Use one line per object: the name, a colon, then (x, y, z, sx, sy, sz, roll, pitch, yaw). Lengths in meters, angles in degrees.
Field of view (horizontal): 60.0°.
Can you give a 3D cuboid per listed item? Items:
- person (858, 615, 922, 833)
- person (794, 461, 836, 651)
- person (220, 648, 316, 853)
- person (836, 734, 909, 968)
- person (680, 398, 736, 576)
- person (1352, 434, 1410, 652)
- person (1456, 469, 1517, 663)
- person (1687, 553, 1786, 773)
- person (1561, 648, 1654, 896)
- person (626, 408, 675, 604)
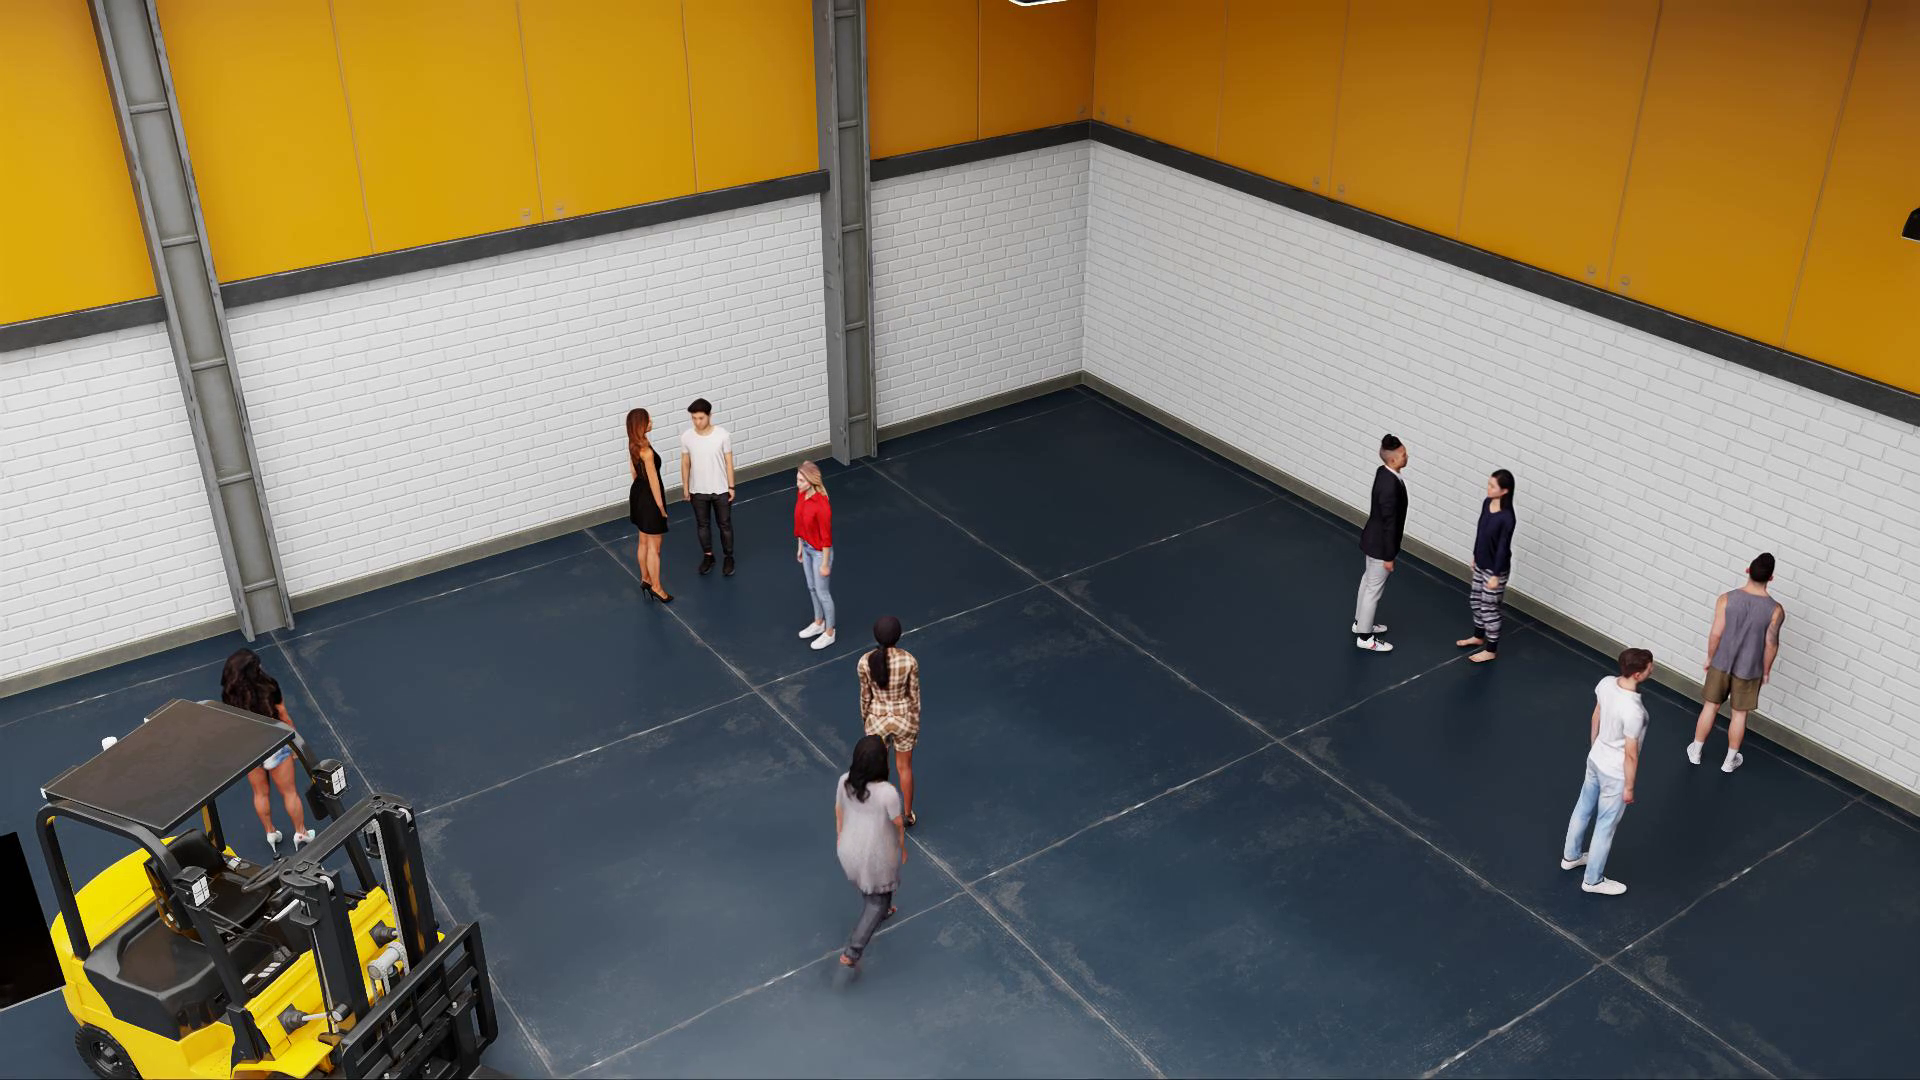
person: (-0.482, 1.296, 11.614, 0.659, 1.795, 0.741, 1, 29, 1)
person: (-1.197, 0.103, 13.895, 0.509, 1.705, 0.607, -19, 34, -31)
person: (-4.799, 1.461, 11.488, 0.651, 1.626, 0.723, 1, 29, 2)
person: (-0.610, 1.995, 10.554, 0.838, 1.582, 1.074, 16, 33, 27)
person: (-2.248, -0.504, 14.997, 0.687, 1.715, 0.777, 1, 29, 2)
person: (3.508, -0.013, 13.853, 0.836, 1.949, 0.791, 3, 29, 6)
person: (4.389, 0.192, 13.705, 0.645, 1.731, 0.663, -6, 29, -10)
person: (5.762, 0.912, 12.334, 0.717, 1.847, 0.725, 15, 32, 26)
person: (4.353, 1.522, 11.141, 0.698, 1.852, 0.721, -4, 29, -8)
person: (-2.720, -0.298, 14.495, 0.510, 1.834, 0.576, -18, 33, -29)
